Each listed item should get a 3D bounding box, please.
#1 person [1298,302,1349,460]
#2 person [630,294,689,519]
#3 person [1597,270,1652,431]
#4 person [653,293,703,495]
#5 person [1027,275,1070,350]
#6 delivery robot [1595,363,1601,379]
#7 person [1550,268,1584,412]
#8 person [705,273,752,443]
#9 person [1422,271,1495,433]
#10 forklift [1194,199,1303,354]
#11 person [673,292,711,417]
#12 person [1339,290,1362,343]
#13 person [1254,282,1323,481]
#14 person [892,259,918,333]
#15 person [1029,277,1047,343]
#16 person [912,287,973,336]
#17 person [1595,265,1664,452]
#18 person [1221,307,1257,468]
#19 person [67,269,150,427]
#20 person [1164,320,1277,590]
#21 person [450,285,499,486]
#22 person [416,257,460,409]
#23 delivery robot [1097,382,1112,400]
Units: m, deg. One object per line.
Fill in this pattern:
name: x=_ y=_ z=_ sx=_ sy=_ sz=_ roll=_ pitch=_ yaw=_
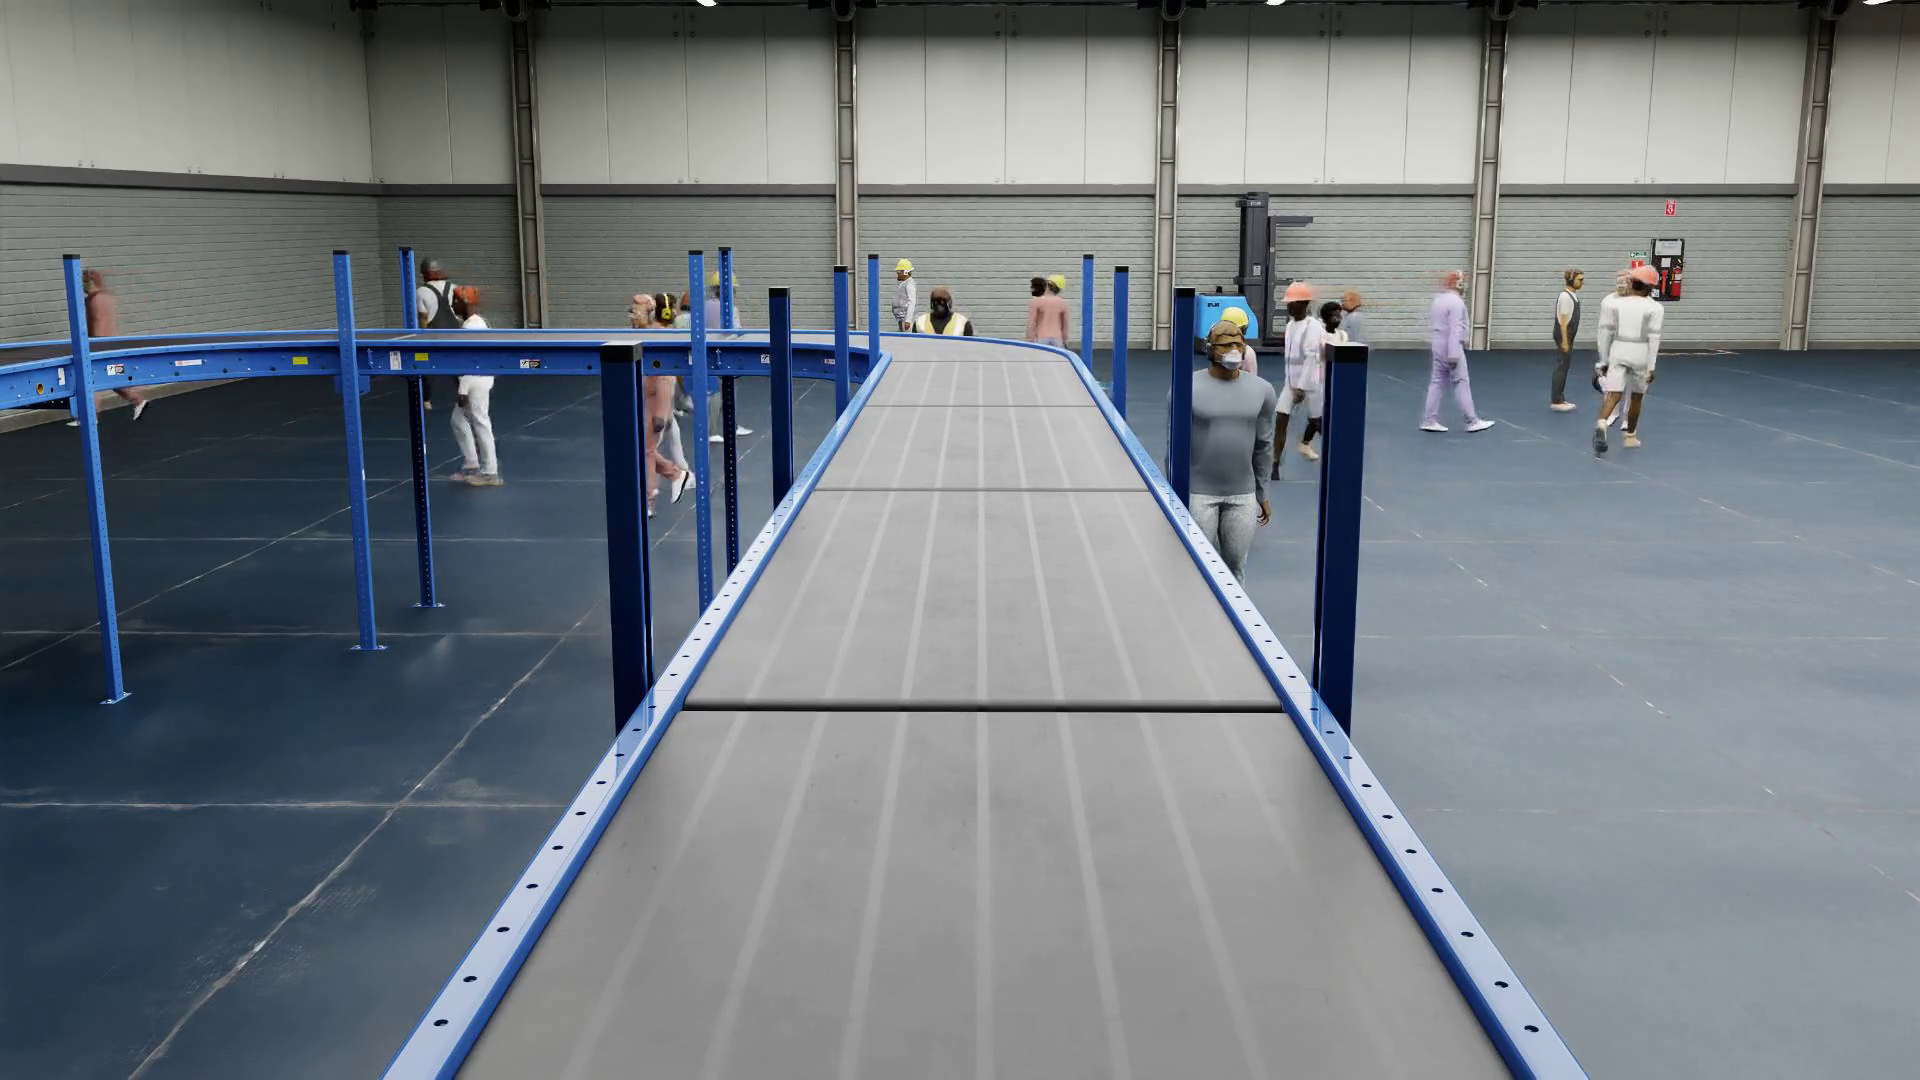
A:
person: x=3.764 y=-1.600 z=16.952 sx=0.538 sy=1.651 sz=0.864 roll=-9 pitch=14 yaw=-40
person: x=-2.560 y=-1.115 z=13.878 sx=0.660 sy=1.882 sz=0.653 roll=-9 pitch=14 yaw=-39
person: x=7.833 y=-2.237 z=19.621 sx=0.667 sy=1.884 sz=0.422 roll=8 pitch=13 yaw=35
person: x=-2.695 y=-1.324 z=15.140 sx=0.911 sy=1.819 sz=0.514 roll=-8 pitch=14 yaw=-36
person: x=1.168 y=-2.667 z=22.260 sx=0.628 sy=1.726 sz=0.288 roll=-2 pitch=11 yaw=-9
delivery robot: x=9.514 y=-2.423 z=23.876 sx=0.707 sy=0.478 sz=0.477 roll=2 pitch=11 yaw=11
person: x=7.884 y=-2.603 z=21.609 sx=0.328 sy=1.842 sz=0.516 roll=6 pitch=13 yaw=28
person: x=-2.575 y=-2.044 z=18.612 sx=0.841 sy=1.897 sz=0.604 roll=-8 pitch=13 yaw=-34
person: x=5.799 y=-2.179 z=19.335 sx=0.804 sy=1.873 sz=0.675 roll=-1 pitch=11 yaw=-6
forklift: x=5.313 y=-4.851 z=30.603 sx=1.873 sy=2.768 sz=1.129 roll=0 pitch=11 yaw=1
person: x=-3.314 y=-2.285 z=20.645 sx=0.503 sy=1.579 sz=0.887 roll=-7 pitch=13 yaw=-31
person: x=4.739 y=-2.245 z=20.349 sx=0.351 sy=1.618 sz=0.498 roll=0 pitch=11 yaw=2
person: x=3.313 y=-1.519 z=15.942 sx=0.992 sy=1.900 sz=0.565 roll=-5 pitch=12 yaw=-25
person: x=-0.876 y=-3.533 z=26.417 sx=0.404 sy=1.833 sz=0.590 roll=-3 pitch=11 yaw=-14
person: x=1.183 y=-2.803 z=23.048 sx=0.638 sy=1.680 sz=0.549 roll=-2 pitch=11 yaw=-11
person: x=-0.185 y=-1.630 z=16.691 sx=0.629 sy=1.818 sz=0.758 roll=2 pitch=11 yaw=11
person: x=7.127 y=-1.925 z=17.754 sx=0.628 sy=2.001 sz=0.939 roll=10 pitch=15 yaw=42
person: x=2.281 y=-1.054 z=13.862 sx=0.325 sy=1.764 sz=0.523 roll=-3 pitch=11 yaw=-15
person: x=-10.363 y=-2.325 z=20.094 sx=0.852 sy=1.881 sz=0.662 roll=-4 pitch=12 yaw=-18
person: x=1.450 y=-0.252 z=9.284 sx=0.630 sy=1.940 sz=0.372 roll=-2 pitch=11 yaw=-9
person: x=-4.632 y=-1.435 z=15.543 sx=0.593 sy=1.866 sz=0.615 roll=-2 pitch=11 yaw=-12
person: x=-6.774 y=-2.697 z=21.695 sx=1.005 sy=2.000 sz=0.679 roll=11 pitch=15 yaw=43
delivery robot: x=1.612 y=-1.772 z=19.860 sx=0.698 sy=0.223 sz=0.335 roll=5 pitch=12 yaw=22
